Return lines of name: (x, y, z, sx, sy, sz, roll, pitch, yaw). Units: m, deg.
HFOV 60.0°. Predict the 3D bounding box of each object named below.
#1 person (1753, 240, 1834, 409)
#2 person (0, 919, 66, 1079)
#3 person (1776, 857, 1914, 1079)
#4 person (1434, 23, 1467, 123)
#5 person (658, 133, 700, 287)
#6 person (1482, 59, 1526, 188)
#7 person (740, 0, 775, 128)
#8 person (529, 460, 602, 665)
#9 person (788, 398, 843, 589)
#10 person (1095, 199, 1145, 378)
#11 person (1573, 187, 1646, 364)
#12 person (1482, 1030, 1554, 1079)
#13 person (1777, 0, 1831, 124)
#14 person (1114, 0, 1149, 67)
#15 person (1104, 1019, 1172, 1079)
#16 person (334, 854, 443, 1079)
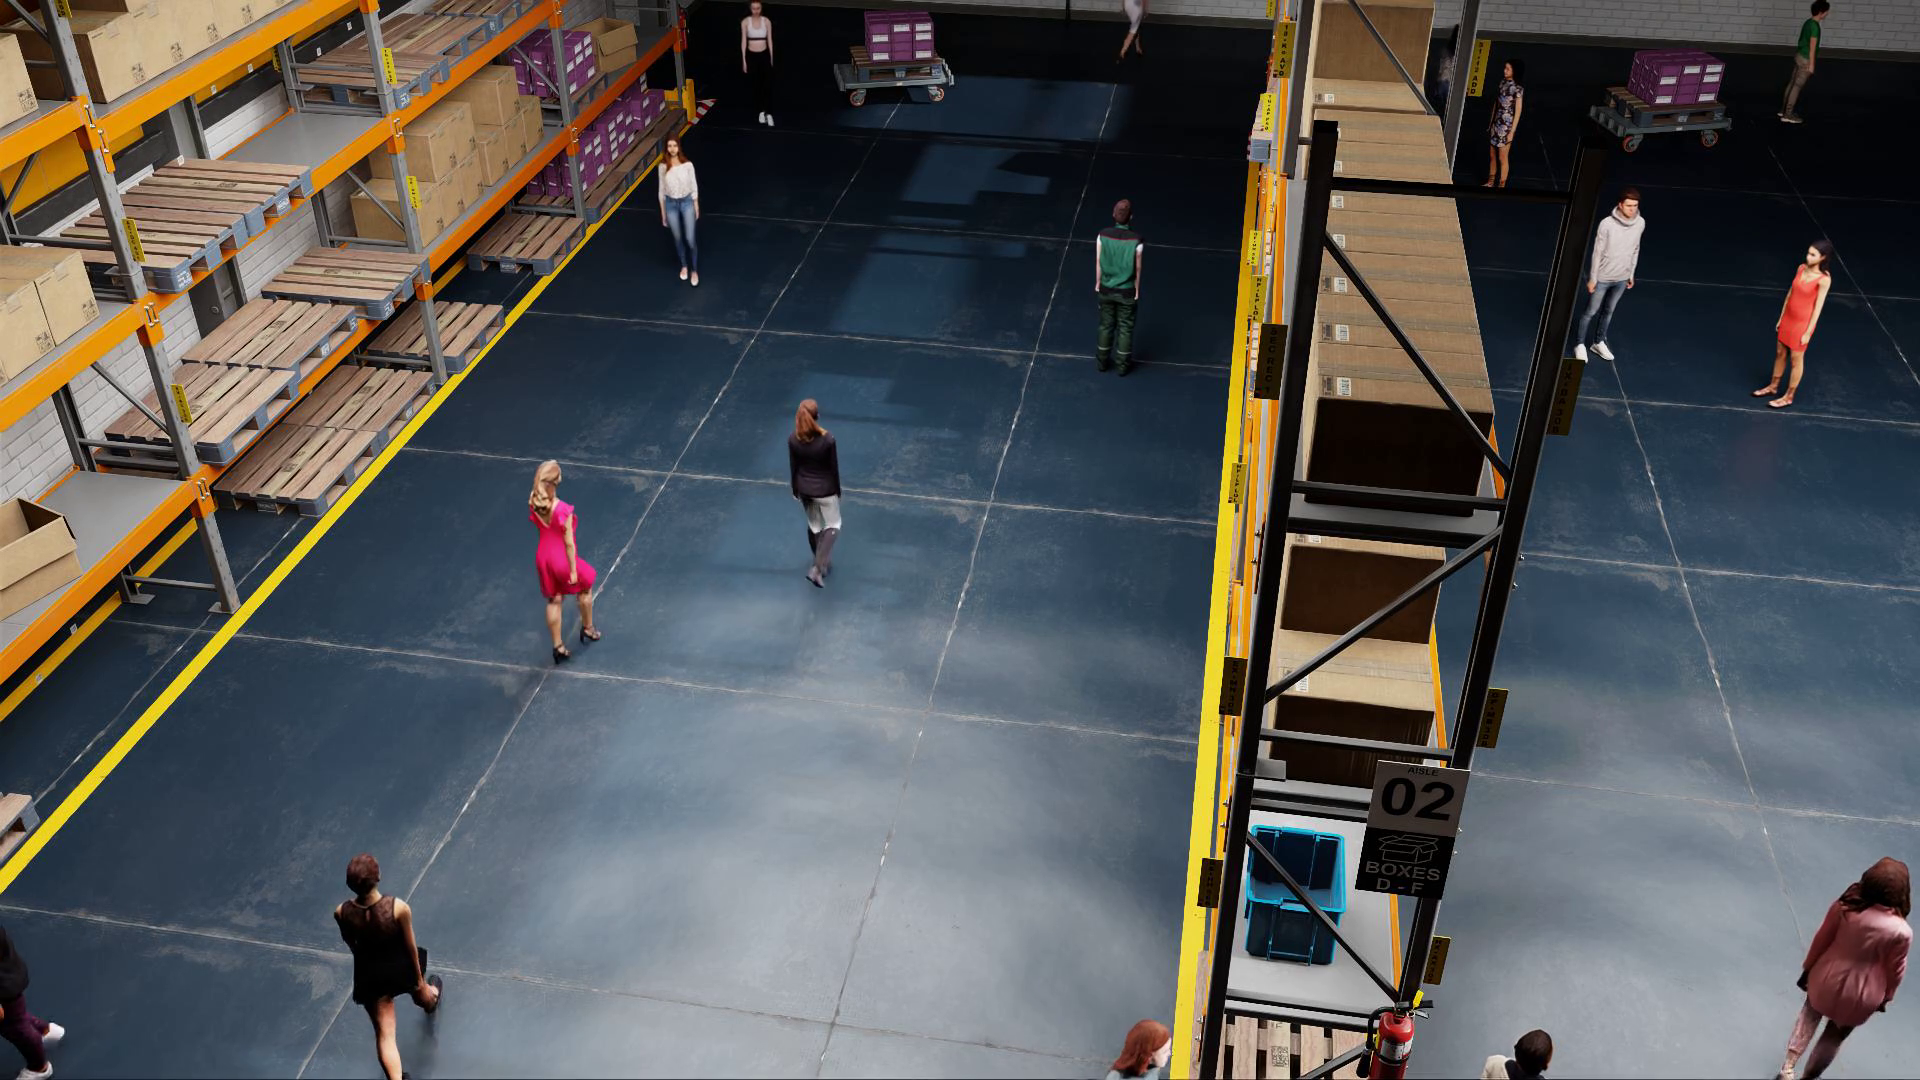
person: (8.138, -2.108, 16.127, 0.714, 1.718, 0.598, -10, 35, -14)
person: (-5.365, 2.383, 9.323, 0.836, 1.770, 0.791, -27, 42, -34)
person: (4.823, 2.503, 9.125, 0.758, 1.789, 0.810, 27, 42, 34)
person: (6.311, -5.776, 21.598, 0.842, 1.770, 0.781, -27, 42, -34)
person: (-3.122, -3.735, 18.579, 0.643, 1.713, 0.759, 1, 34, 1)
person: (6.752, -5.118, 20.642, 0.733, 1.733, 0.605, -11, 35, -16)
person: (-2.794, -6.614, 22.894, 0.729, 1.731, 0.829, -5, 34, -8)
person: (-3.108, 0.215, 12.639, 0.692, 1.710, 0.788, 16, 37, 23)
person: (-1.173, -0.333, 13.458, 0.597, 1.717, 0.922, 8, 34, 12)
person: (1.578, -2.536, 16.658, 0.671, 1.843, 0.629, 13, 36, 18)
person: (6.610, -2.708, 16.908, 0.743, 1.853, 0.712, -7, 34, -10)
person: (2.815, 3.067, 8.582, 0.652, 1.452, 0.666, 26, 42, 34)
person: (11.660, -6.638, 23.001, 0.640, 1.653, 0.450, 6, 34, 9)
person: (2.574, -7.939, 24.900, 0.952, 1.718, 1.155, 26, 42, 34)
person: (0.747, 3.036, 8.398, 1.016, 1.707, 1.046, -22, 39, -29)
person: (-3.226, 2.479, 9.302, 0.798, 1.634, 1.153, -4, 34, -6)
